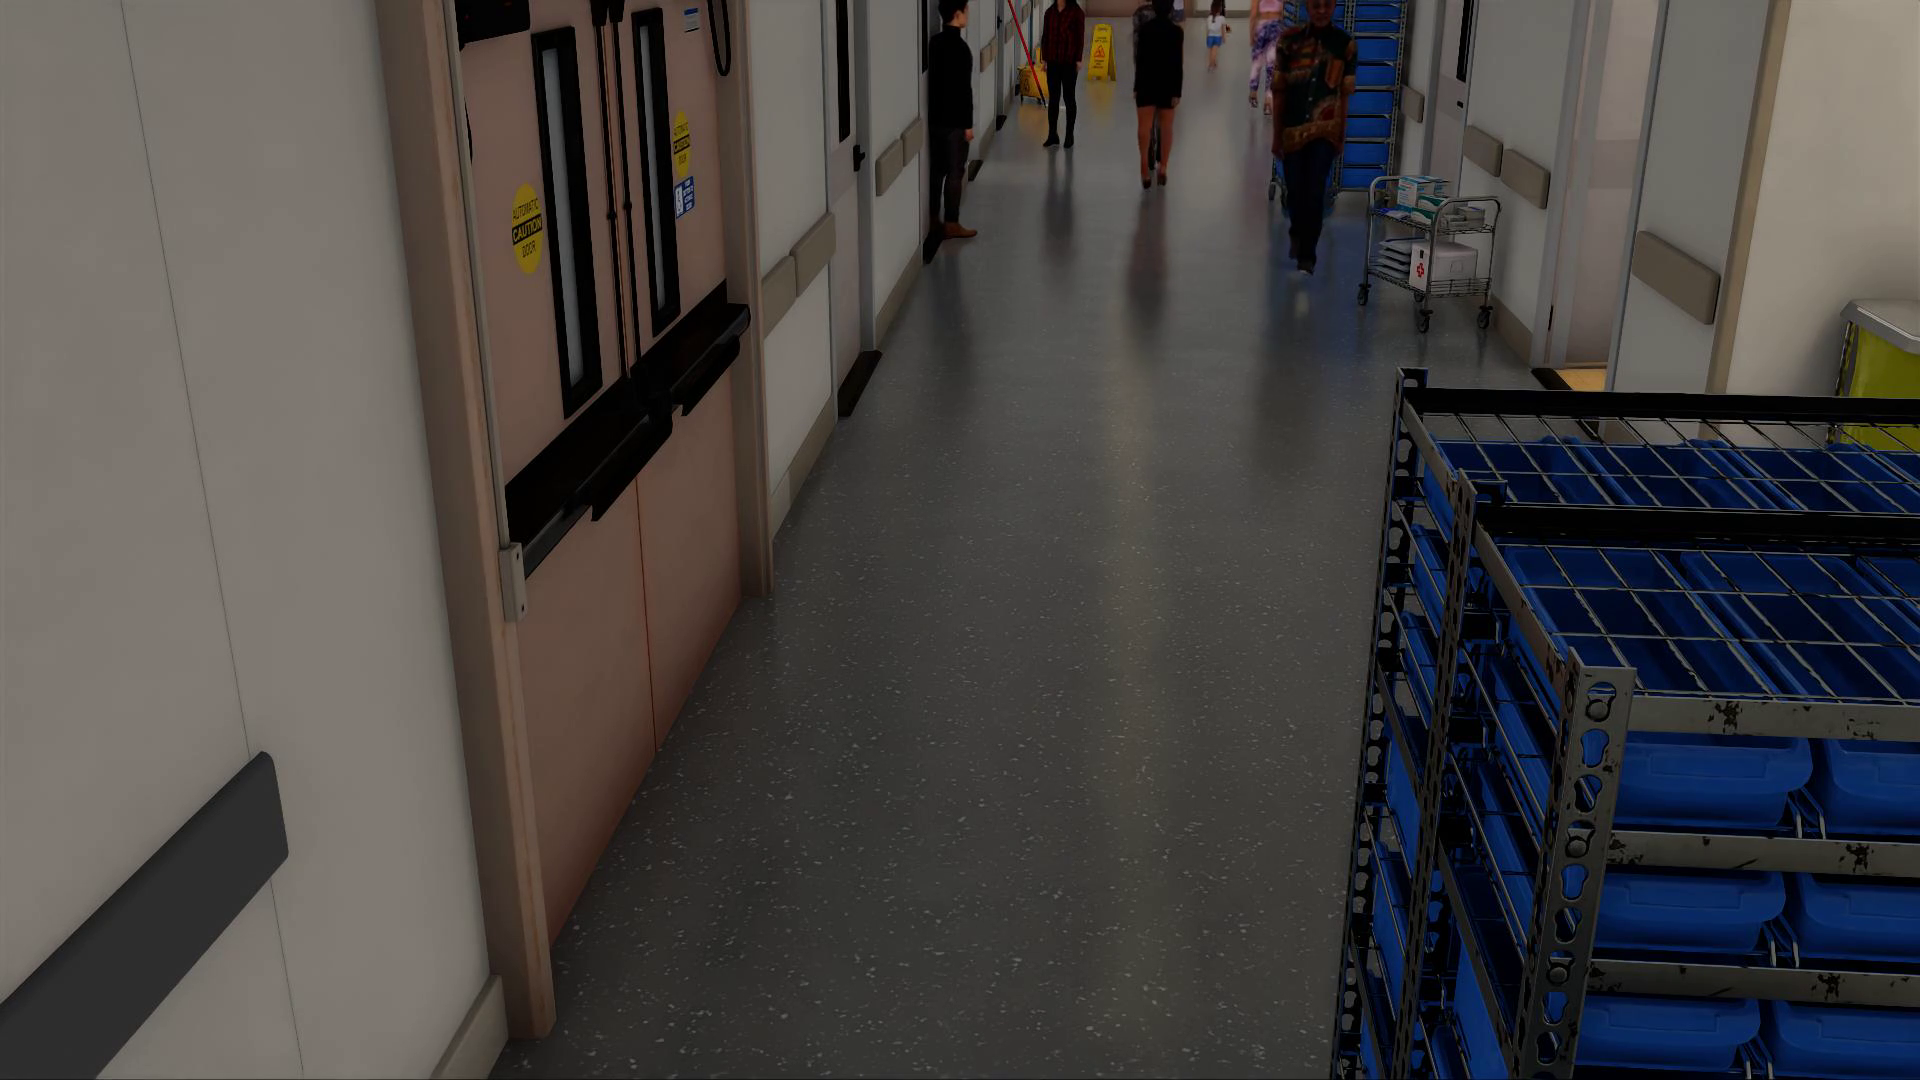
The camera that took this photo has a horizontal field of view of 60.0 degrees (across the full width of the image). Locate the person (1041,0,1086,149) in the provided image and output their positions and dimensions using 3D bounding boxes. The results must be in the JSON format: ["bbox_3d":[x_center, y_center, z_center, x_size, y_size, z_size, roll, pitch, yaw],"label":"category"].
[{"bbox_3d":[1.029,-4.784,16.632,0.653,1.656,0.629,10,23,24],"label":"person"}]

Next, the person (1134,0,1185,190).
[{"bbox_3d":[1.617,-3.669,13.756,0.599,1.607,1.014,3,21,8],"label":"person"}]

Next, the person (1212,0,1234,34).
[{"bbox_3d":[4.922,-10.622,31.866,1.011,1.783,1.077,-16,26,-37],"label":"person"}]

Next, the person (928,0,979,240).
[{"bbox_3d":[-0.082,-3.053,11.973,0.769,1.719,0.676,-13,24,-31],"label":"person"}]

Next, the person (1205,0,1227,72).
[{"bbox_3d":[3.724,-7.361,24.369,0.585,0.995,0.781,10,23,24],"label":"person"}]

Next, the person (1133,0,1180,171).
[{"bbox_3d":[1.746,-4.210,15.054,0.564,1.700,0.635,2,21,6],"label":"person"}]

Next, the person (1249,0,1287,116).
[{"bbox_3d":[3.525,-5.711,19.001,0.624,1.711,1.186,3,21,7],"label":"person"}]

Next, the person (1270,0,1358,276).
[{"bbox_3d":[2.234,-2.619,10.709,0.782,1.763,1.233,4,21,10],"label":"person"}]
